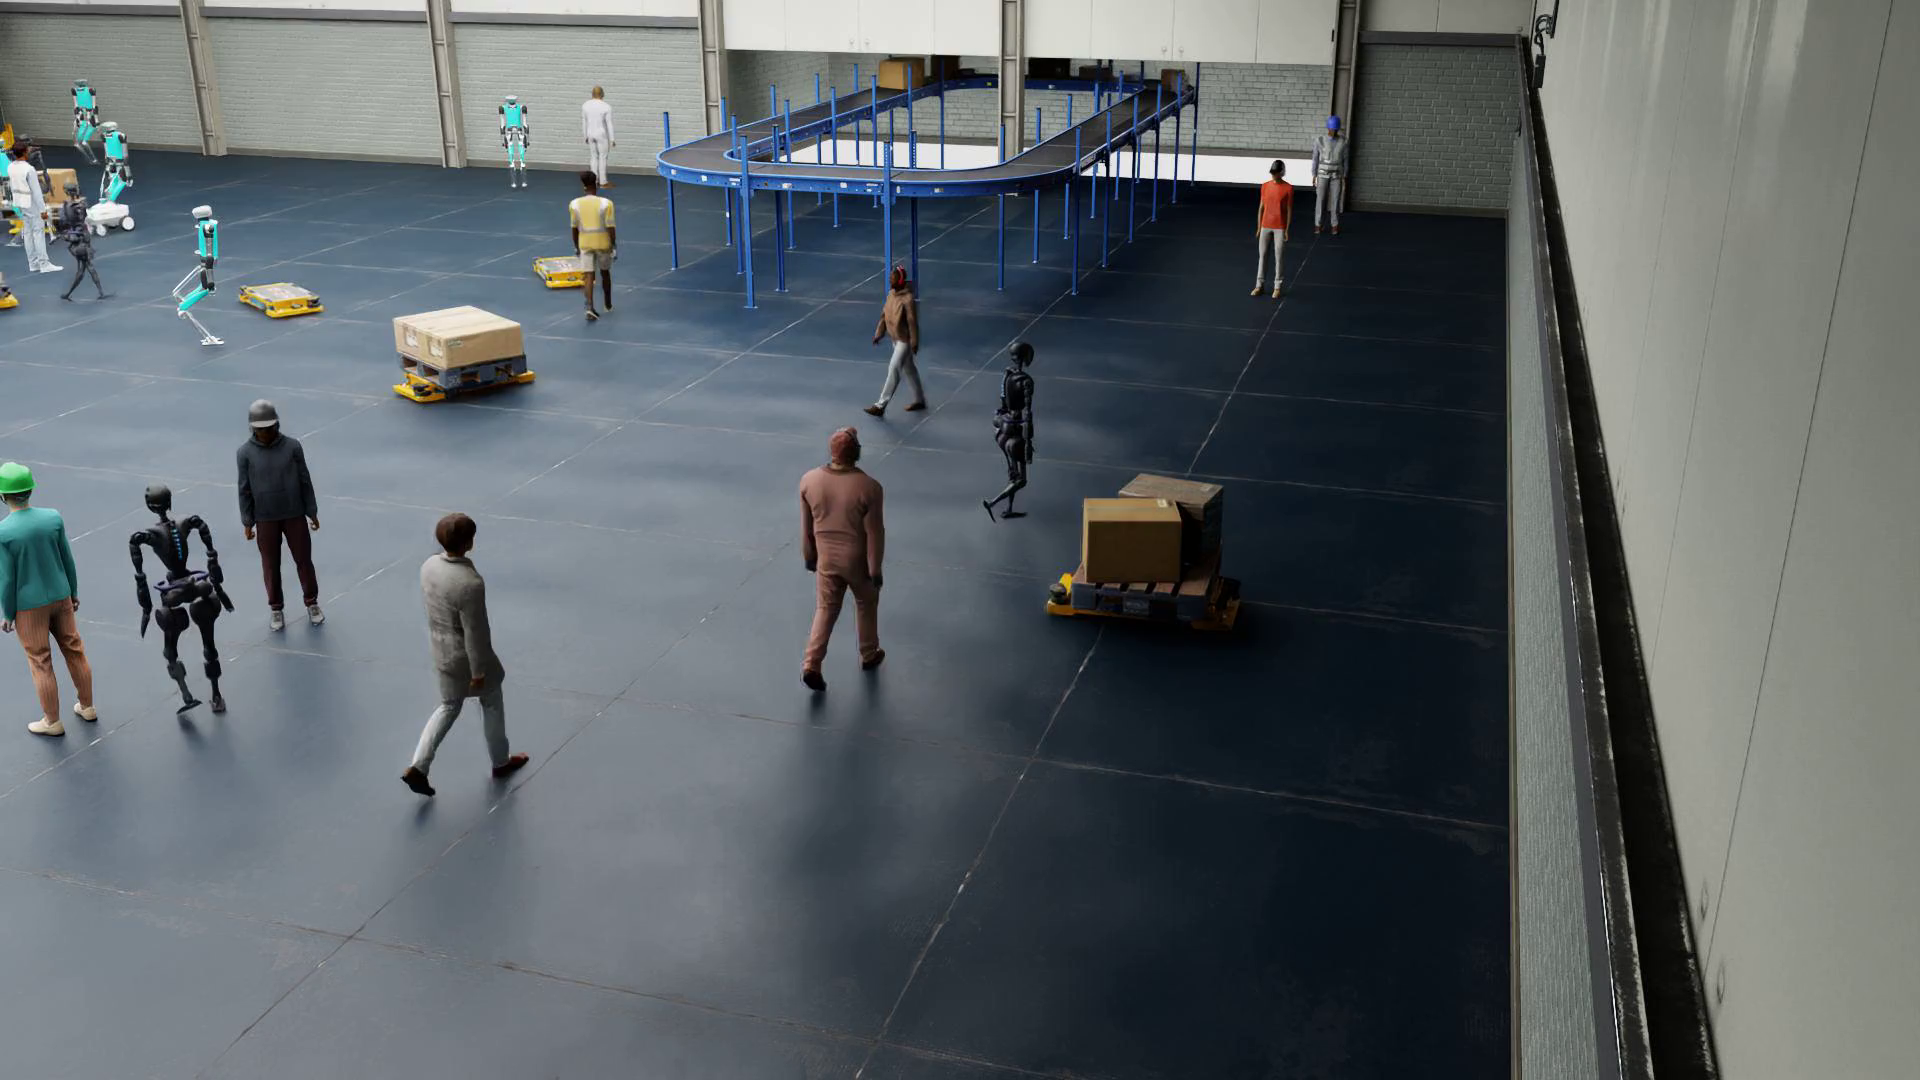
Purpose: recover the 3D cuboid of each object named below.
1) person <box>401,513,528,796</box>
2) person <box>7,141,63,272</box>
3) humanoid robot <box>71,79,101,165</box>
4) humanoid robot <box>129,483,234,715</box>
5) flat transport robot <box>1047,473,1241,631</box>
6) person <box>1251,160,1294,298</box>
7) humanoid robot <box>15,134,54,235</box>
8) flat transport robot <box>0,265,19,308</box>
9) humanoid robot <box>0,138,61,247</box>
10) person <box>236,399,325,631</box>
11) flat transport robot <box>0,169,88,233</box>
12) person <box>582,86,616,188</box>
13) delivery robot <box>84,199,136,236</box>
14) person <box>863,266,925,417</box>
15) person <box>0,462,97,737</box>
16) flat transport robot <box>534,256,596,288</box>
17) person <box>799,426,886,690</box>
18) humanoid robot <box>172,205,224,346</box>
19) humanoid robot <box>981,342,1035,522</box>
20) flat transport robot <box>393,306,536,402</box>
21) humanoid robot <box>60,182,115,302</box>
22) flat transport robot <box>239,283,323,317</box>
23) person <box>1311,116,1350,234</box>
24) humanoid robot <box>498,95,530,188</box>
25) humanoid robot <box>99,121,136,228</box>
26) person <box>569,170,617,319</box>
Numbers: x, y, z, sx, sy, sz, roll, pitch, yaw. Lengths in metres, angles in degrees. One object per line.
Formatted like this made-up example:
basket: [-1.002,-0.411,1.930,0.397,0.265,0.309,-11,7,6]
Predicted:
person: [-3.100,0.716,10.189,0.504,1.809,0.795,11,24,27]
person: [-13.811,-4.945,24.710,0.595,1.921,0.386,11,24,27]
humanoid robot: [-18.198,-8.634,34.465,0.552,1.737,0.722,4,21,10]
humanoid robot: [-5.216,0.399,11.186,0.330,1.645,0.610,17,27,38]
flat transport robot: [1.453,0.442,13.030,1.431,0.231,0.659,6,22,14]
person: [4.360,-4.324,23.121,0.475,1.907,0.413,10,23,25]
humanoid robot: [-15.289,-5.886,27.511,0.594,1.633,0.630,5,22,12]
flat transport robot: [-13.586,-3.202,22.482,1.431,0.231,0.659,-15,26,-34]
humanoid robot: [-14.834,-5.507,26.479,0.990,1.771,0.555,-1,21,-2]
person: [-5.142,-0.198,12.558,0.550,1.806,0.381,-10,23,-23]
flat transport robot: [-15.540,-5.407,28.203,0.659,0.231,1.431,-3,21,-8]
person: [-6.925,-7.730,31.942,0.647,1.923,0.404,7,22,17]
delivery robot: [-14.252,-5.402,27.797,0.505,0.599,0.770,12,24,28]
person: [-0.713,-2.116,17.795,0.854,1.612,0.456,-11,24,-27]
person: [-6.049,0.390,10.934,0.350,1.874,0.512,13,24,30]
flat transport robot: [-5.808,-3.933,24.378,0.659,0.231,1.431,-9,23,-21]
person: [-0.825,0.128,11.616,0.649,1.876,0.892,8,22,20]
humanoid robot: [-9.342,-3.204,20.261,0.735,1.677,0.533,-9,23,-23]
humanoid robot: [0.389,-0.944,14.678,0.535,1.643,0.606,-9,23,-22]
flat transport robot: [-5.635,-1.838,18.944,1.431,0.231,0.659,-18,28,-39]
humanoid robot: [-12.157,-4.095,22.914,0.584,1.635,0.661,19,28,41]
flat transport robot: [-9.273,-3.278,22.680,0.659,0.231,1.431,-17,27,-37]
person: [6.116,-6.033,27.519,0.610,1.935,0.417,1,21,2]
humanoid robot: [-8.432,-7.543,31.544,0.530,1.693,0.722,-5,22,-12]
humanoid robot: [-14.229,-6.059,27.873,0.530,1.819,0.622,10,23,23]
person: [-4.842,-3.901,22.005,0.602,1.925,0.902,-1,21,-3]
